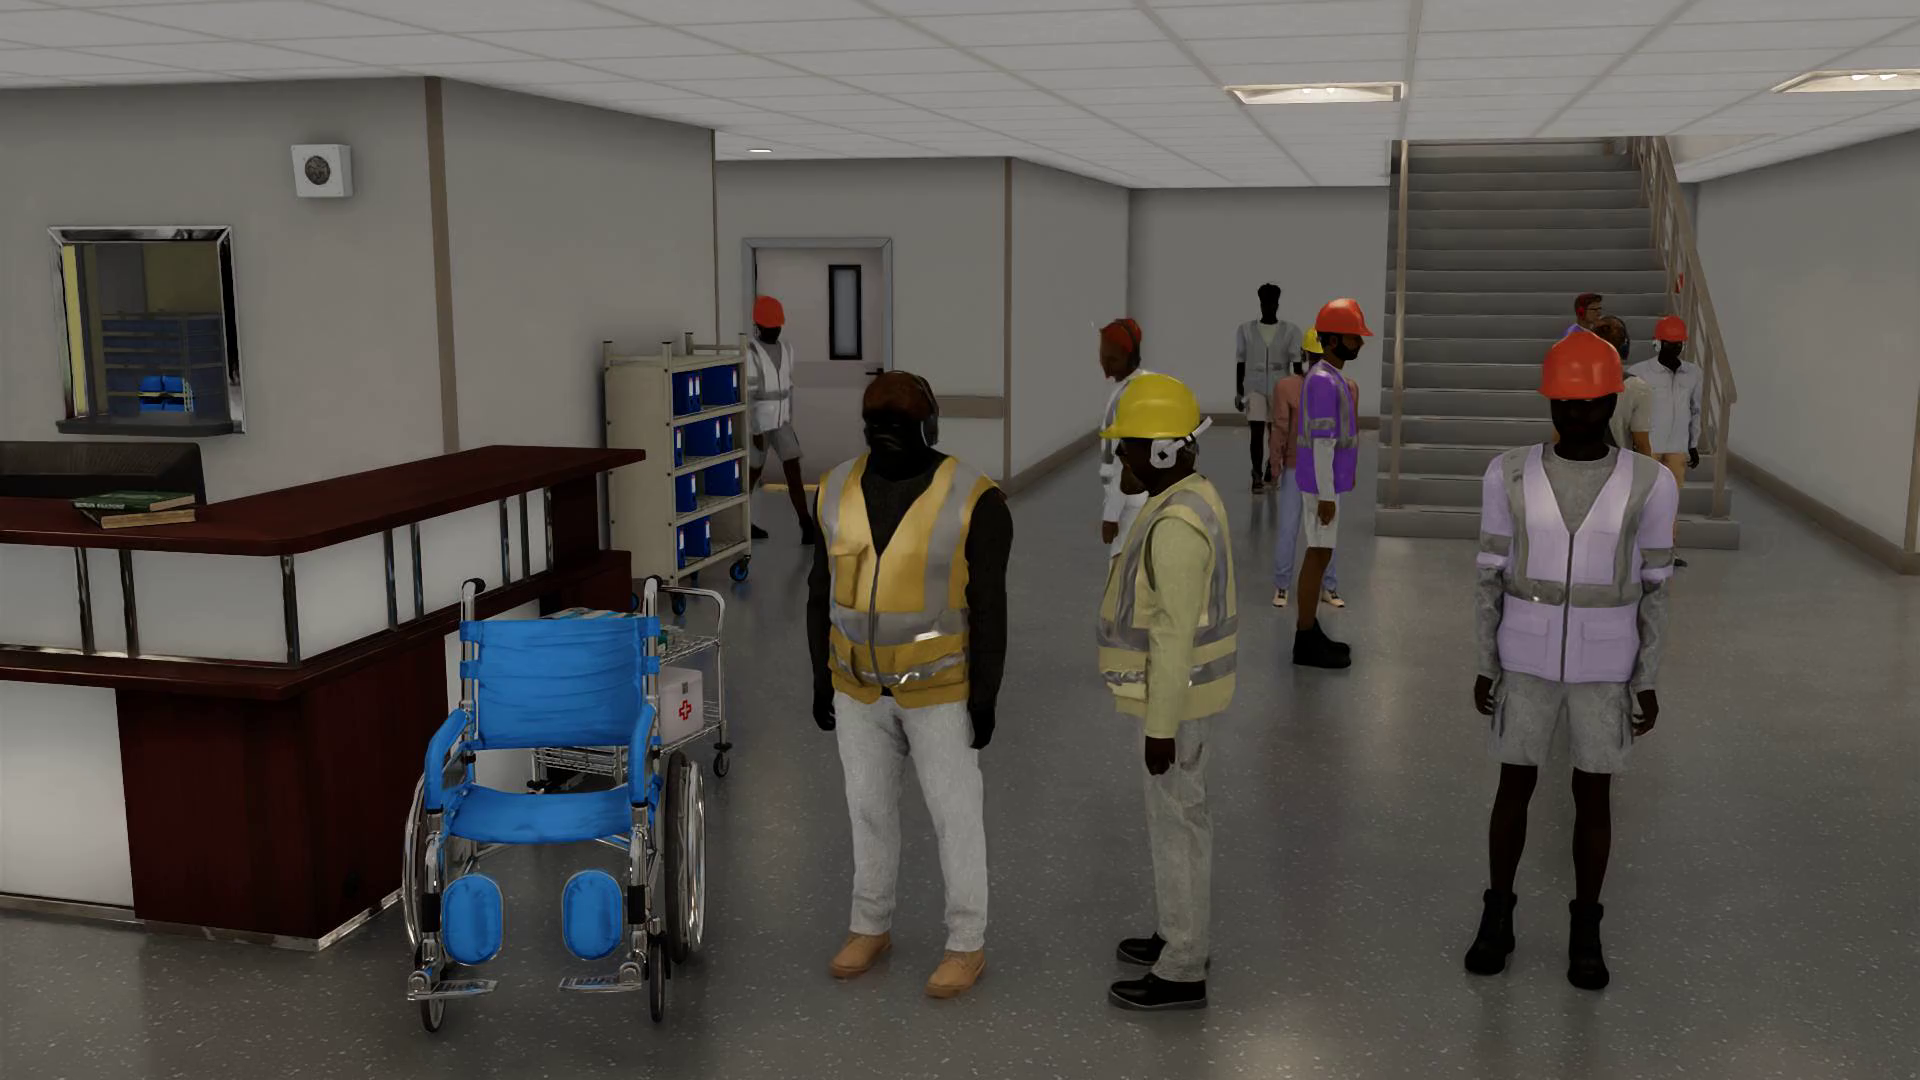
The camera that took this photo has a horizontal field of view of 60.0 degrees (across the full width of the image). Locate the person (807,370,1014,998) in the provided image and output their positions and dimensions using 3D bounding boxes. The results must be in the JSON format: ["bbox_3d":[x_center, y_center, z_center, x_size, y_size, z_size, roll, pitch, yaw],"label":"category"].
[{"bbox_3d":[-0.160,0.422,4.865,0.625,1.836,0.431,4,11,23],"label":"person"}]

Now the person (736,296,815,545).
[{"bbox_3d":[-1.409,-0.883,12.449,0.995,1.866,0.602,9,13,42],"label":"person"}]

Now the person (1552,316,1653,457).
[{"bbox_3d":[3.383,-0.259,8.808,0.515,1.843,0.331,7,12,35],"label":"person"}]

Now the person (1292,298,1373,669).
[{"bbox_3d":[1.961,-0.300,8.783,0.373,1.934,0.551,2,10,13],"label":"person"}]

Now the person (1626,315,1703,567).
[{"bbox_3d":[4.880,-0.678,11.548,0.563,1.752,0.328,-1,10,-7],"label":"person"}]

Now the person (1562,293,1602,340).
[{"bbox_3d":[5.389,-1.237,14.574,0.373,1.843,0.572,6,11,31],"label":"person"}]

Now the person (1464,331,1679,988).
[{"bbox_3d":[1.788,0.359,4.899,0.547,1.938,0.379,4,10,23],"label":"person"}]

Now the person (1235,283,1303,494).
[{"bbox_3d":[2.863,-1.415,15.421,0.619,1.920,0.994,2,10,10],"label":"person"}]

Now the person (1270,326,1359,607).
[{"bbox_3d":[2.164,-0.441,10.170,0.539,1.754,0.377,0,10,2],"label":"person"}]

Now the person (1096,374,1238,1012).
[{"bbox_3d":[0.594,0.435,4.804,0.404,1.825,0.595,2,10,9],"label":"person"}]

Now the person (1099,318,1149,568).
[{"bbox_3d":[0.884,-0.205,8.505,0.348,1.855,0.707,2,10,13],"label":"person"}]
